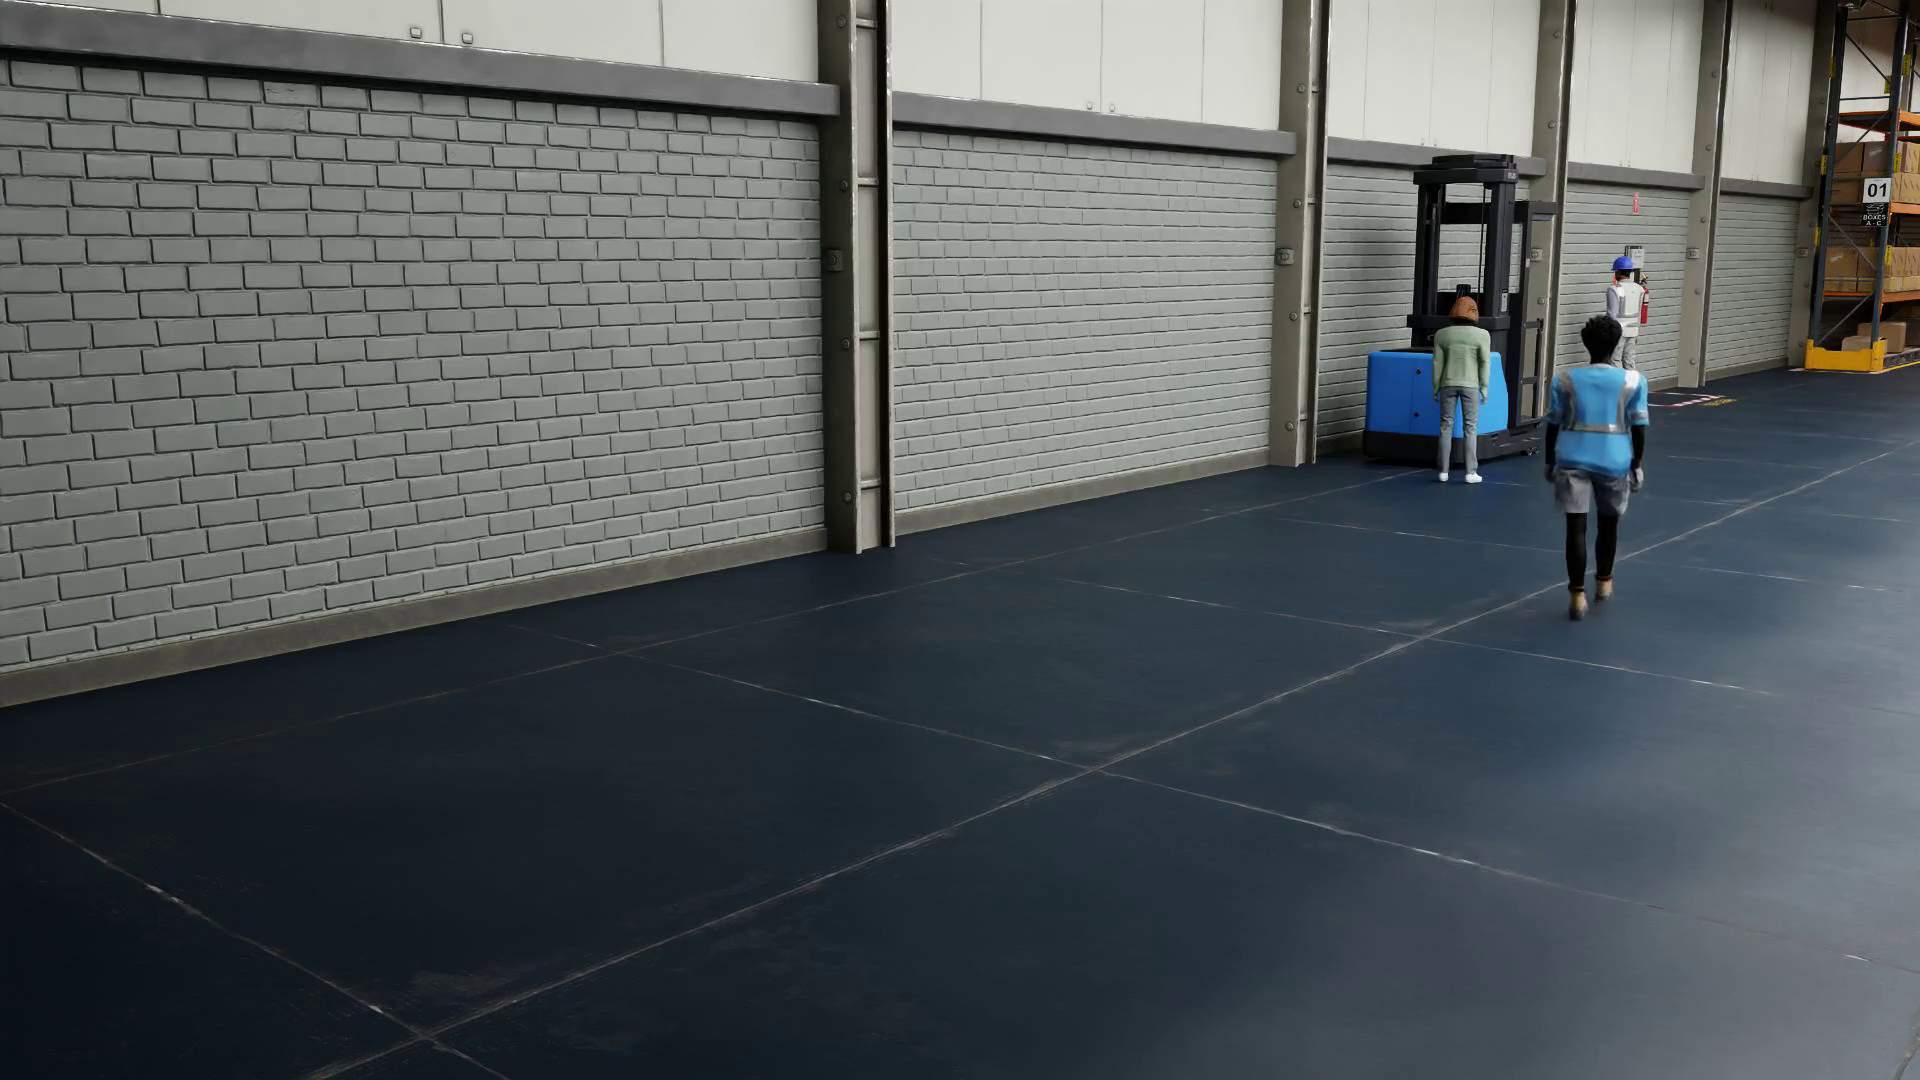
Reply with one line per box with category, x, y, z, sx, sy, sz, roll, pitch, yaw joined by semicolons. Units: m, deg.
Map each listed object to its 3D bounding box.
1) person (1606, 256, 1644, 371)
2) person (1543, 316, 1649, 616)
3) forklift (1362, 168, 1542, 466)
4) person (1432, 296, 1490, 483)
person;8.421;-2.633;21.212;0.615;1.945;0.404;-6;11;-29
person;3.609;-0.437;9.483;0.557;1.660;0.793;4;11;21
forklift;4.875;-2.212;16.287;1.129;2.768;1.873;8;13;40
person;4.405;-1.323;14.654;0.501;1.631;0.287;6;12;30
